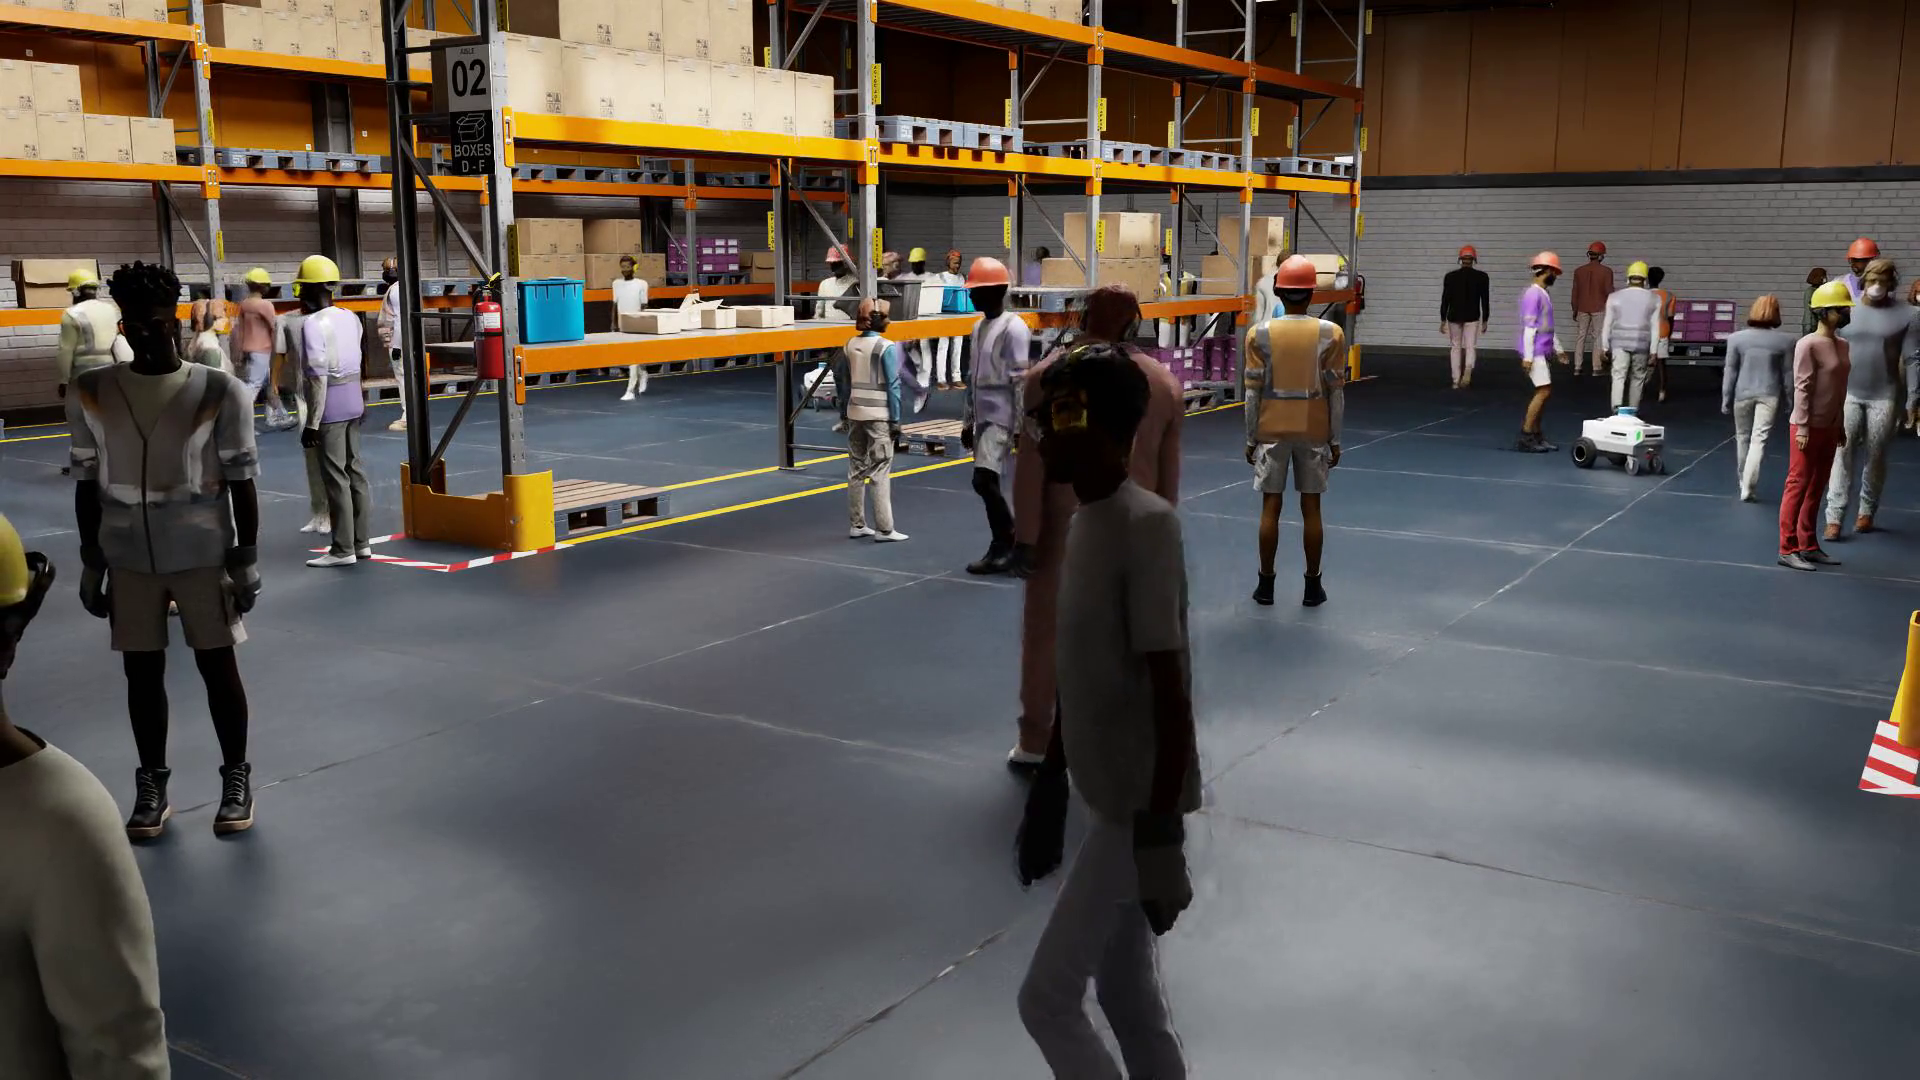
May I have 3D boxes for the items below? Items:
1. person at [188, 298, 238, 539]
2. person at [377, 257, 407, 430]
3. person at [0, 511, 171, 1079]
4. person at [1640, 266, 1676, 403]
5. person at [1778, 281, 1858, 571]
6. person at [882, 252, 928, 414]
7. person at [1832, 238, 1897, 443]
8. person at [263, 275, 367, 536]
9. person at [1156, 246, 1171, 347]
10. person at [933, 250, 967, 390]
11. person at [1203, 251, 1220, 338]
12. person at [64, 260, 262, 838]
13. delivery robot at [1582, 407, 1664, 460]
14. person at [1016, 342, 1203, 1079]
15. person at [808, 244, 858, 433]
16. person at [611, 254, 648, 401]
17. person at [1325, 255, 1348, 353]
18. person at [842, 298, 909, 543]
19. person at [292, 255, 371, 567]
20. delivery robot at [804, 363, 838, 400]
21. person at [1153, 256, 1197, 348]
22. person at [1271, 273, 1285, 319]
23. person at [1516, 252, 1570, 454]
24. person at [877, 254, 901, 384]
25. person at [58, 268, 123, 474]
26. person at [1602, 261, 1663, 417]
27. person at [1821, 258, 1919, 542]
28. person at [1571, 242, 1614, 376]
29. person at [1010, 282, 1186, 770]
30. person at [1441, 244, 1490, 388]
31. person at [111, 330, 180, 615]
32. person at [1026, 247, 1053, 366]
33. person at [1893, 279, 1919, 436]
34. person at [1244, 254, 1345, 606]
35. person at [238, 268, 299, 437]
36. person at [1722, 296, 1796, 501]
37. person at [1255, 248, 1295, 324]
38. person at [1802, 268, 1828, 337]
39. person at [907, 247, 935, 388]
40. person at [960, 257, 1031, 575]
[{"bbox_3d":[-5.053,-0.810,11.262,0.324,1.647,0.521,-7,12,-34],"label":"person"},{"bbox_3d":[-5.989,-2.092,17.776,0.429,1.841,0.634,-2,10,-9],"label":"person"},{"bbox_3d":[-1.148,0.795,1.987,0.526,1.769,0.328,6,12,31],"label":"person"},{"bbox_3d":[8.623,-2.552,20.728,0.541,1.696,0.318,2,11,13],"label":"person"},{"bbox_3d":[5.308,-0.701,10.271,0.524,1.772,0.301,-8,13,-36],"label":"person"},{"bbox_3d":[-0.736,-2.351,19.073,0.600,1.891,0.676,-5,12,-27],"label":"person"},{"bbox_3d":[8.953,-1.980,16.609,0.608,2.037,0.398,10,14,44],"label":"person"},{"bbox_3d":[-4.450,-0.939,11.383,0.688,1.837,0.579,0,10,-2],"label":"person"},{"bbox_3d":[3.627,-4.198,29.171,0.543,1.939,0.362,4,11,23],"label":"person"},{"bbox_3d":[-0.108,-2.978,22.566,0.593,1.887,0.343,-7,13,-35],"label":"person"},{"bbox_3d":[4.280,-3.931,27.964,0.429,1.842,0.629,3,11,17],"label":"person"},{"bbox_3d":[-2.675,0.043,5.639,0.599,1.958,0.371,-1,10,-7],"label":"person"},{"bbox_3d":[5.819,-0.923,14.600,0.477,0.478,0.707,-4,11,-23],"label":"delivery robot"},{"bbox_3d":[0.305,0.541,3.245,0.452,1.822,0.625,0,10,-2],"label":"person"},{"bbox_3d":[-1.306,-2.100,17.434,0.639,1.971,0.655,8,13,39],"label":"person"},{"bbox_3d":[-4.185,-2.717,21.206,0.533,1.849,0.742,3,11,19],"label":"person"},{"bbox_3d":[5.609,-3.365,24.972,0.845,1.788,0.602,6,12,31],"label":"person"},{"bbox_3d":[-0.592,-0.800,11.187,0.314,1.636,0.515,-10,14,-44],"label":"person"},{"bbox_3d":[-3.910,-0.792,10.331,0.371,1.929,0.585,1,10,6],"label":"person"},{"bbox_3d":[-1.641,-1.881,19.910,0.477,0.478,0.707,-3,11,-16],"label":"delivery robot"},{"bbox_3d":[2.980,-3.042,23.068,0.629,1.837,0.429,0,10,0],"label":"person"},{"bbox_3d":[3.483,-2.017,17.803,0.337,1.687,0.539,4,11,23],"label":"person"},{"bbox_3d":[5.582,-1.784,15.876,0.479,1.909,0.579,5,11,25],"label":"person"},{"bbox_3d":[-1.091,-3.057,23.158,0.573,1.839,0.969,6,12,31],"label":"person"},{"bbox_3d":[-7.488,-1.432,14.262,0.622,1.788,0.648,3,11,18],"label":"person"},{"bbox_3d":[7.321,-2.140,18.156,0.597,1.801,0.848,5,11,25],"label":"person"},{"bbox_3d":[6.163,-0.953,11.297,0.651,1.906,0.843,7,12,33],"label":"person"},{"bbox_3d":[9.449,-3.444,24.841,0.622,1.993,0.382,9,14,42],"label":"person"},{"bbox_3d":[0.519,-0.030,6.292,0.688,1.863,0.487,-2,10,-12],"label":"person"},{"bbox_3d":[6.828,-3.004,22.494,0.637,1.973,0.726,3,11,17],"label":"person"},{"bbox_3d":[-4.369,-0.516,9.053,0.345,1.836,0.508,0,10,1],"label":"person"},{"bbox_3d":[1.298,-3.735,26.686,0.763,1.903,0.664,-4,11,-22],"label":"person"},{"bbox_3d":[9.876,-1.880,17.194,0.503,1.627,0.272,5,11,25],"label":"person"},{"bbox_3d":[1.841,-0.595,9.201,0.545,1.942,0.349,2,10,11],"label":"person"},{"bbox_3d":[-7.200,-1.941,17.274,0.531,1.725,0.898,8,13,38],"label":"person"},{"bbox_3d":[6.275,-1.117,13.073,0.513,1.581,0.874,6,12,31],"label":"person"},{"bbox_3d":[3.788,-2.469,19.630,0.649,1.921,0.421,6,12,29],"label":"person"},{"bbox_3d":[12.036,-3.015,23.455,0.500,1.636,0.282,-10,14,-43],"label":"person"},{"bbox_3d":[-0.559,-3.039,22.796,0.638,1.917,0.437,10,14,43],"label":"person"},{"bbox_3d":[0.179,-0.725,9.978,0.410,1.917,0.564,-5,11,-27],"label":"person"}]
